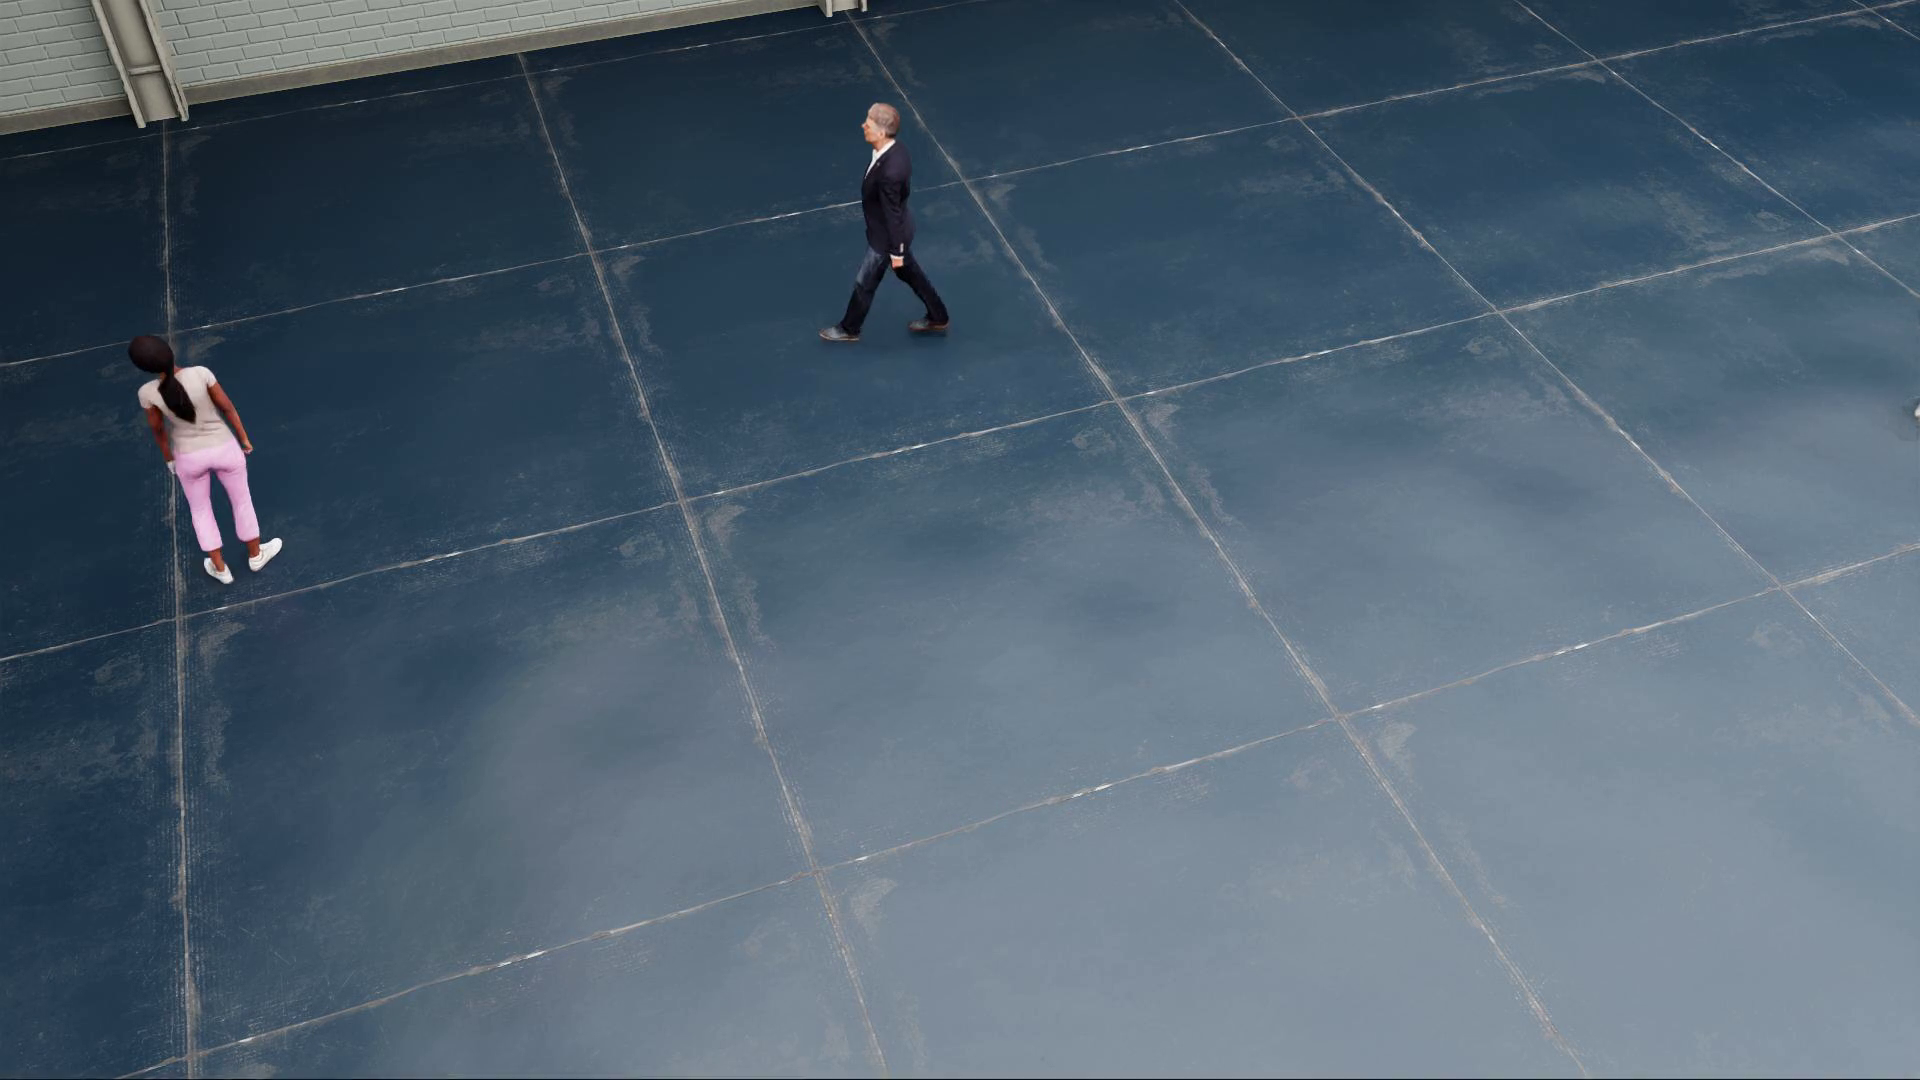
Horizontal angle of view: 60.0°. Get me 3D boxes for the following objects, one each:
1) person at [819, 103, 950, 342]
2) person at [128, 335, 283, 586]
[{"bbox_3d":[-0.391,-2.079,11.143,1.244,1.771,1.013,3,43,3],"label":"person"},{"bbox_3d":[-4.263,-0.488,9.472,0.472,1.726,0.705,-2,43,-2],"label":"person"}]
